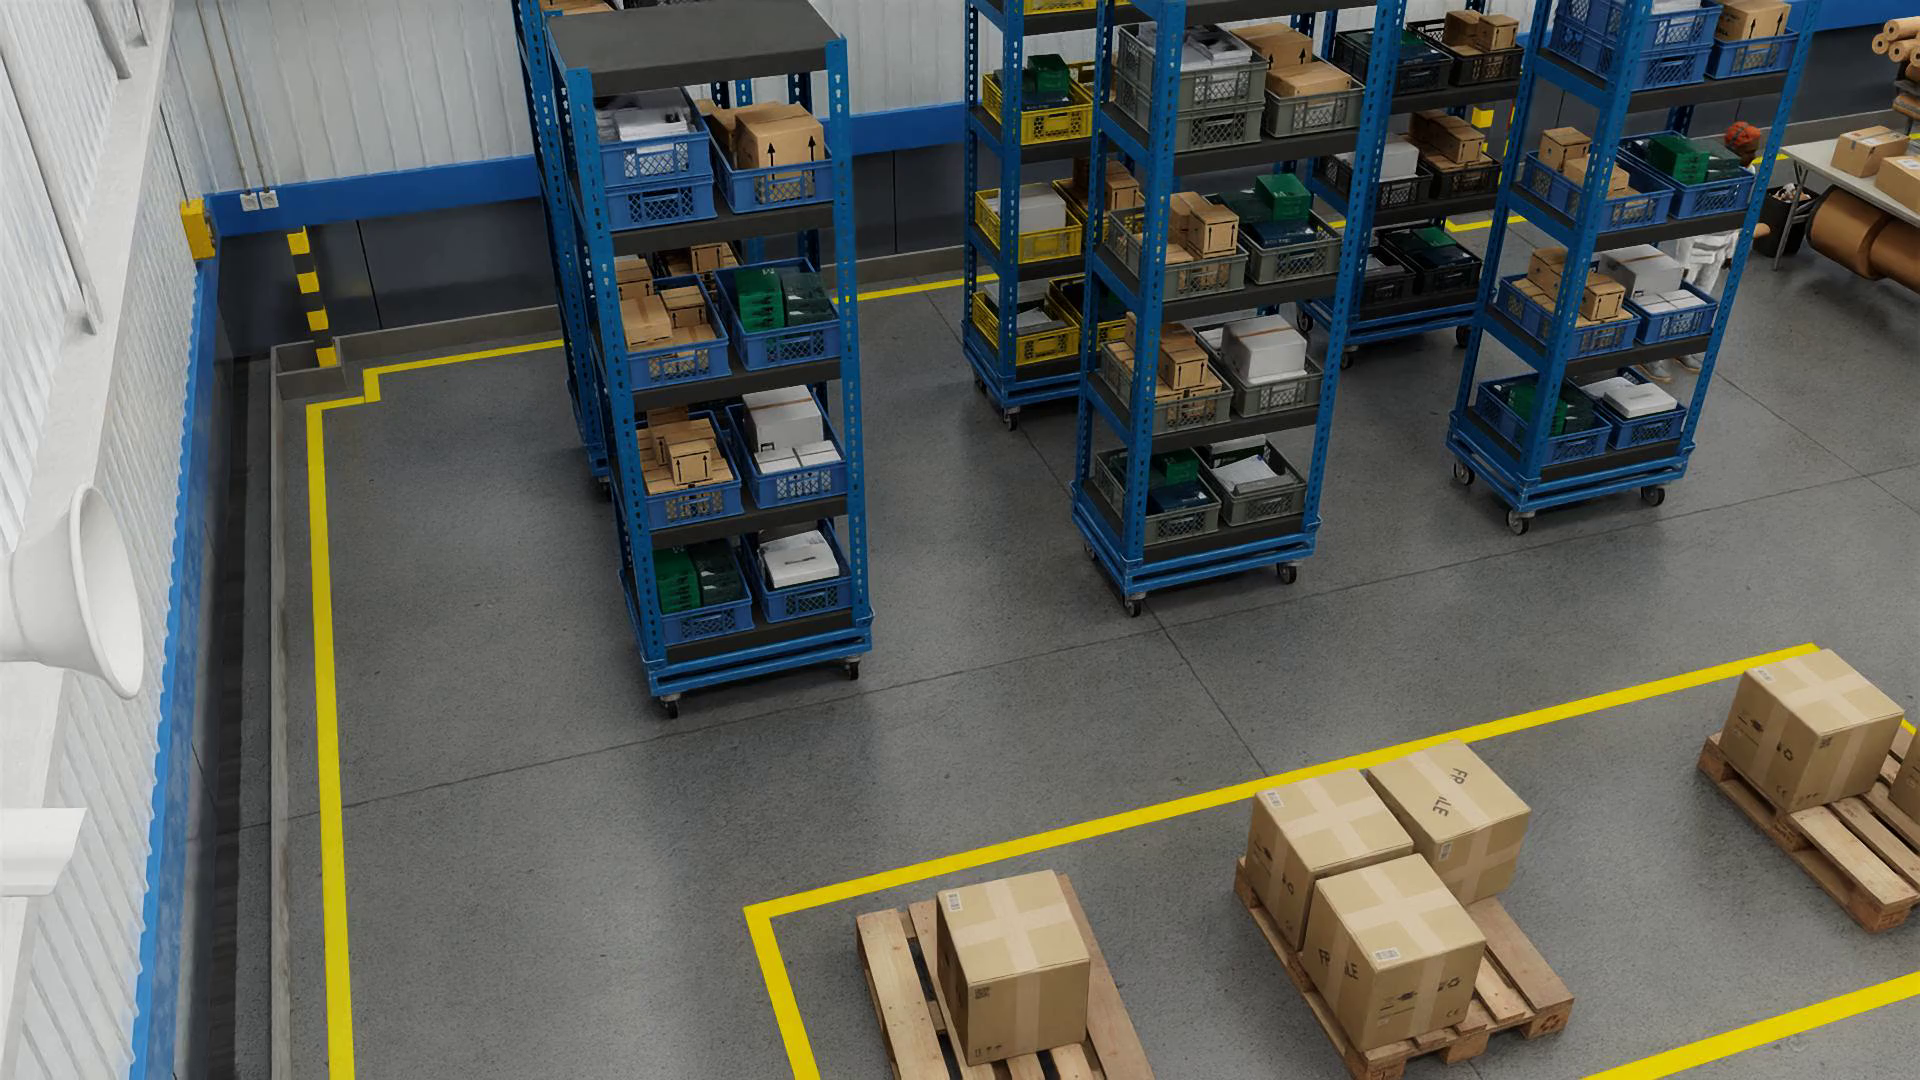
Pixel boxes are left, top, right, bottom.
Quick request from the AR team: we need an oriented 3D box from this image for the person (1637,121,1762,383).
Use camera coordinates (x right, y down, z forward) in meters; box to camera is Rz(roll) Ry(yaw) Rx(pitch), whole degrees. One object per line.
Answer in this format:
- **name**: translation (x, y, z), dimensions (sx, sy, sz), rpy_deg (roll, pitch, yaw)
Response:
- **person**: translation (5.133, -1.981, 11.478), dimensions (0.565, 1.876, 0.346), rpy_deg (-16, 38, -22)
